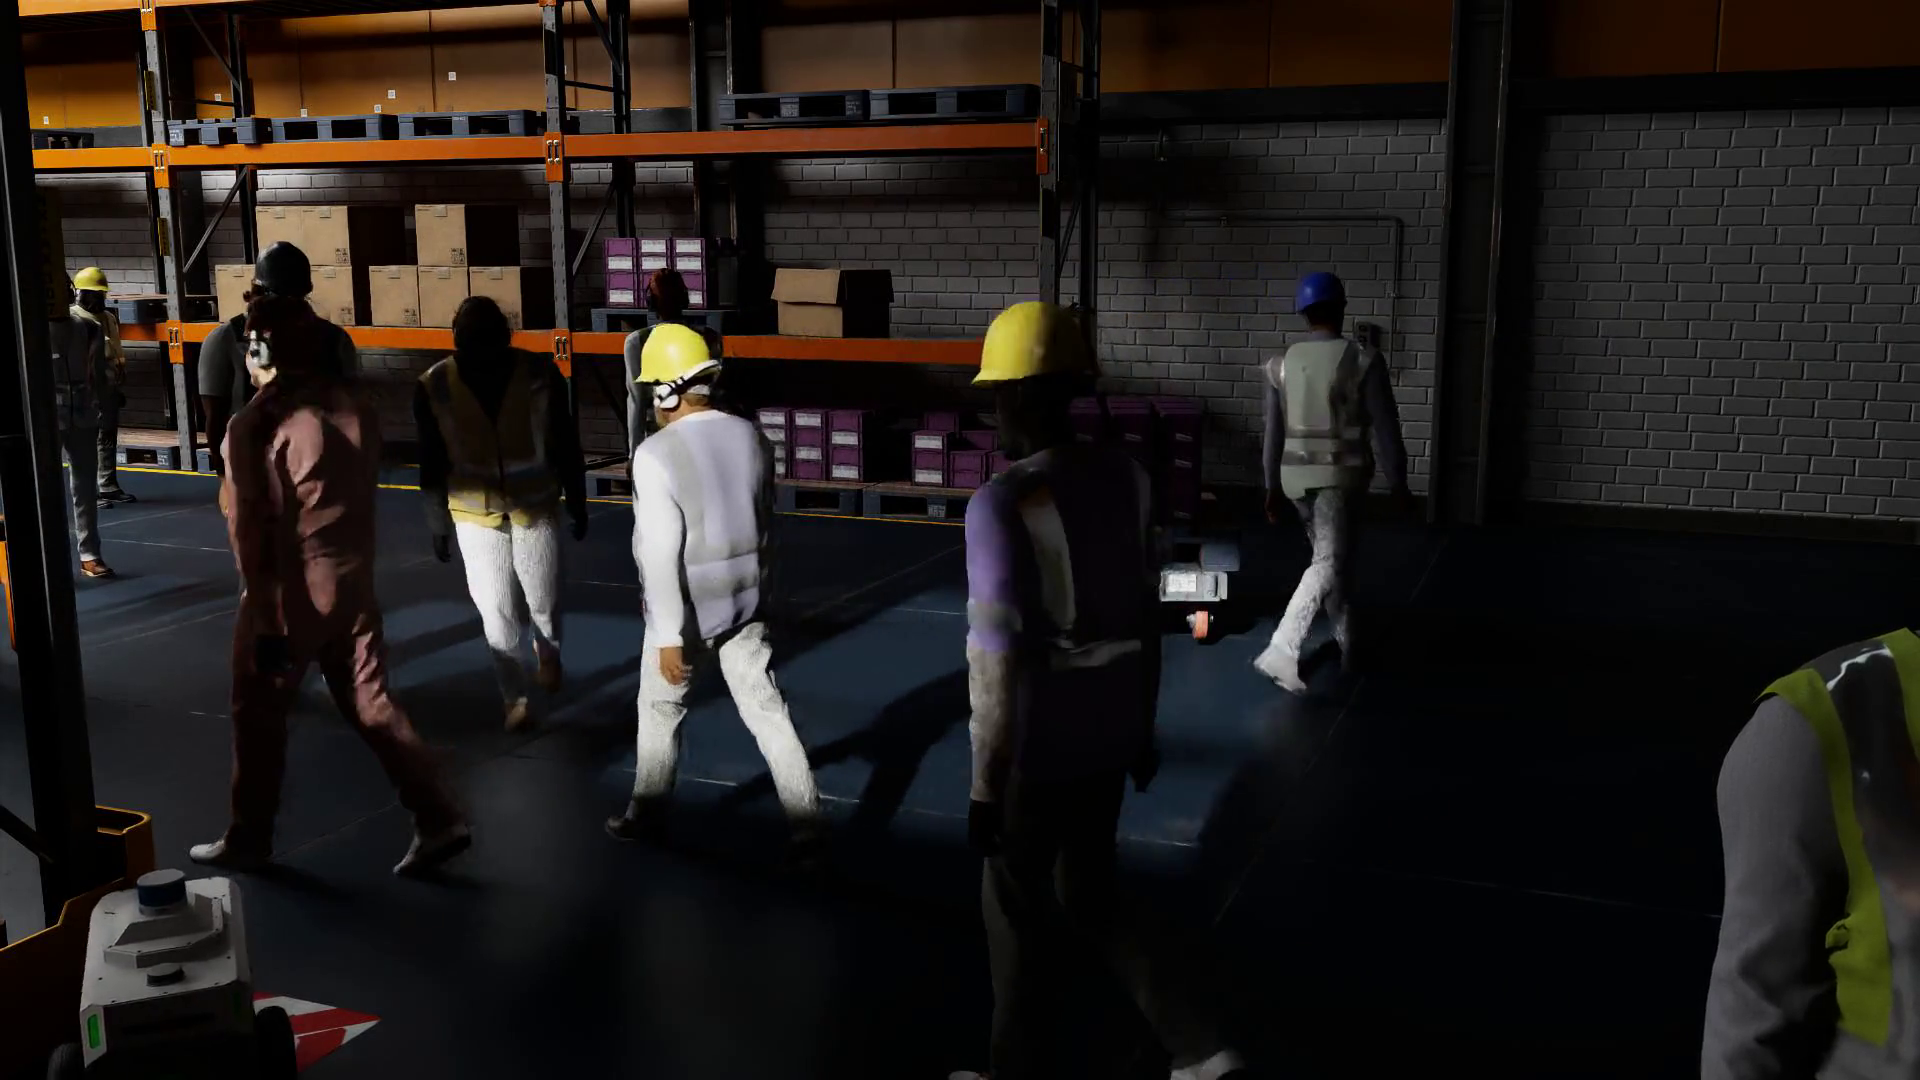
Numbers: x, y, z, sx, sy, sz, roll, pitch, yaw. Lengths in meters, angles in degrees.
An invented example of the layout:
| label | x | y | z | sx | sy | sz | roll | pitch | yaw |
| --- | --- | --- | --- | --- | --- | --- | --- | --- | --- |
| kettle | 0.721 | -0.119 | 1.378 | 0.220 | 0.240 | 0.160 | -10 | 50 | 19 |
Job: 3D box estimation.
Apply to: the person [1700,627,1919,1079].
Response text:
| label | x | y | z | sx | sy | sz | roll | pitch | yaw |
| --- | --- | --- | --- | --- | --- | --- | --- | --- | --- |
| person | 1.162 | 0.777 | 1.879 | 0.633 | 1.846 | 0.429 | 0 | 10 | 3 |

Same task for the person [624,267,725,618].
| label | x | y | z | sx | sy | sz | roll | pitch | yaw |
| --- | --- | --- | --- | --- | --- | --- | --- | --- | --- |
| person | -1.513 | -0.496 | 8.856 | 0.575 | 1.887 | 0.362 | -7 | 13 | -36 |

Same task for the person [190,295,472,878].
| label | x | y | z | sx | sy | sz | roll | pitch | yaw |
| --- | --- | --- | --- | --- | --- | --- | --- | --- | --- |
| person | -2.013 | 0.164 | 5.242 | 0.958 | 1.868 | 0.655 | 4 | 11 | 19 |

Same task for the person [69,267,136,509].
| label | x | y | z | sx | sy | sz | roll | pitch | yaw |
| --- | --- | --- | --- | --- | --- | --- | --- | --- | --- |
| person | -6.583 | -1.158 | 12.697 | 0.404 | 1.827 | 0.600 | 1 | 10 | 8 |

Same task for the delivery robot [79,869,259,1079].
| label | x | y | z | sx | sy | sz | roll | pitch | yaw |
| --- | --- | --- | --- | --- | --- | --- | --- | --- | --- |
| delivery robot | -1.849 | 1.014 | 3.888 | 0.477 | 0.478 | 0.707 | -5 | 11 | -25 |

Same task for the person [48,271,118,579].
| label | x | y | z | sx | sy | sz | roll | pitch | yaw |
| --- | --- | --- | --- | --- | --- | --- | --- | --- | --- |
| person | -5.321 | -0.676 | 9.865 | 0.337 | 1.882 | 0.583 | 9 | 13 | 40 |

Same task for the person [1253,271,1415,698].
| label | x | y | z | sx | sy | sz | roll | pitch | yaw |
| --- | --- | --- | --- | --- | --- | --- | --- | --- | --- |
| person | 1.634 | -0.264 | 7.559 | 0.963 | 1.890 | 0.662 | -9 | 13 | -40 |

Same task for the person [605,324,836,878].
| label | x | y | z | sx | sy | sz | roll | pitch | yaw |
| --- | --- | --- | --- | --- | --- | --- | --- | --- | --- |
| person | -0.770 | 0.204 | 5.325 | 0.986 | 1.779 | 0.611 | 8 | 13 | 38 |

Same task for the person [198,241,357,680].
| label | x | y | z | sx | sy | sz | roll | pitch | yaw |
| --- | --- | --- | --- | --- | --- | --- | --- | --- | --- |
| person | -2.942 | -0.306 | 7.363 | 0.678 | 2.000 | 0.537 | -8 | 13 | -39 |

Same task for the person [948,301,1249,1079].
| label | x | y | z | sx | sy | sz | roll | pitch | yaw |
| --- | --- | --- | --- | --- | --- | --- | --- | --- | --- |
| person | 0.287 | 0.433 | 3.655 | 0.660 | 1.901 | 0.626 | 9 | 13 | 41 |

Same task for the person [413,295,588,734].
| label | x | y | z | sx | sy | sz | roll | pitch | yaw |
| --- | --- | --- | --- | --- | --- | --- | --- | --- | --- |
| person | -1.903 | -0.112 | 6.940 | 0.679 | 1.811 | 0.592 | -3 | 10 | -14 |
